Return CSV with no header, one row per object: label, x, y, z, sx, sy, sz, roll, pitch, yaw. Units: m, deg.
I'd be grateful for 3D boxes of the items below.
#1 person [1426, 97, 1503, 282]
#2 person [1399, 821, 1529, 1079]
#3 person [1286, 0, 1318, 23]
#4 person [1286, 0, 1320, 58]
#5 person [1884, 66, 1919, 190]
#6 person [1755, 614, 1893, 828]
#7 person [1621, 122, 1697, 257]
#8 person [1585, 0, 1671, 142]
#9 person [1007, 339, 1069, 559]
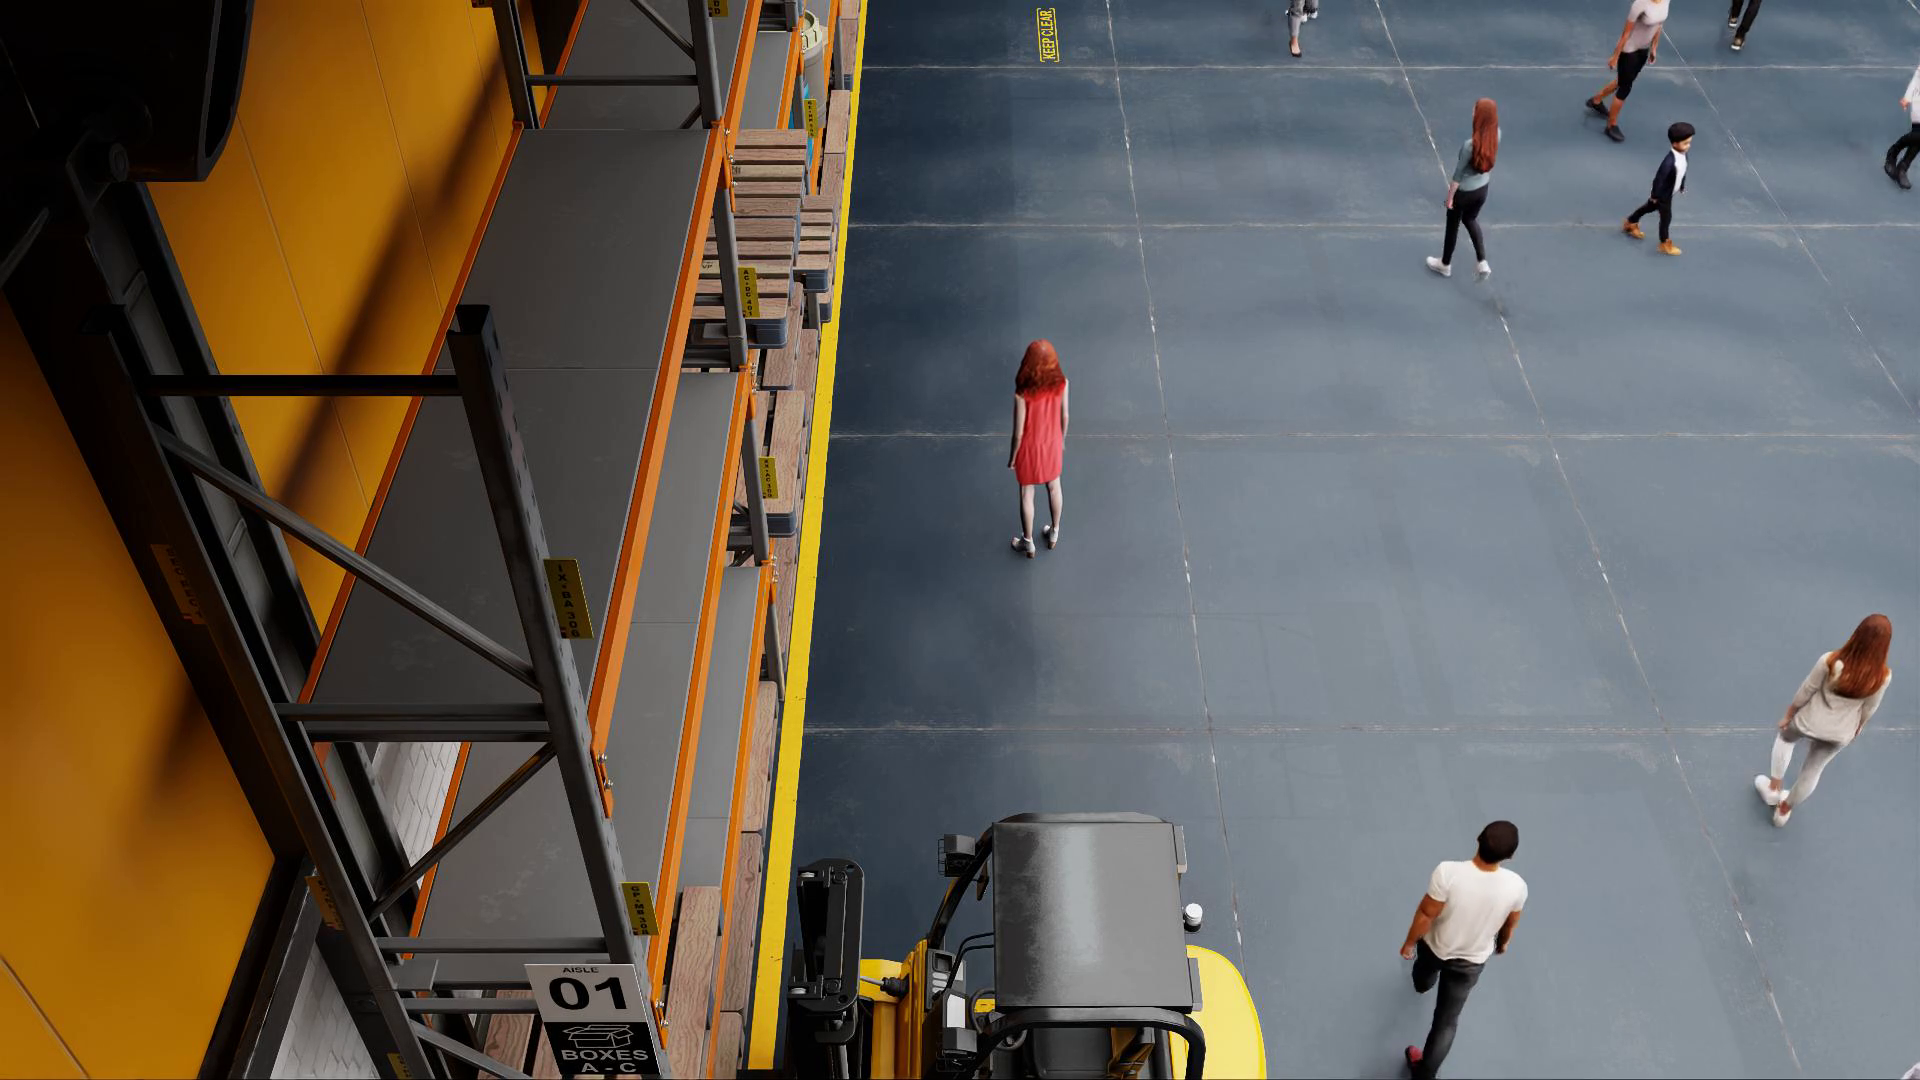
person,4.349,-2.898,14.029,0.858,1.731,1.010,-21,48,-21
person,2.556,2.203,8.663,0.904,1.747,1.215,8,44,8
person,3.767,-6.379,17.678,0.689,1.737,0.714,-23,48,-22
person,3.514,-5.842,17.174,0.766,1.656,0.872,-15,46,-15
person,8.877,-4.114,15.265,0.688,1.786,0.689,-3,44,-3
person,5.094,1.139,9.813,0.701,1.700,0.708,15,46,15
person,6.178,-3.144,14.671,0.863,1.201,0.833,31,52,29
person,6.416,-4.702,15.930,0.873,1.720,0.998,-25,49,-24
person,0.546,-0.625,11.574,0.676,1.826,0.666,-19,47,-19
